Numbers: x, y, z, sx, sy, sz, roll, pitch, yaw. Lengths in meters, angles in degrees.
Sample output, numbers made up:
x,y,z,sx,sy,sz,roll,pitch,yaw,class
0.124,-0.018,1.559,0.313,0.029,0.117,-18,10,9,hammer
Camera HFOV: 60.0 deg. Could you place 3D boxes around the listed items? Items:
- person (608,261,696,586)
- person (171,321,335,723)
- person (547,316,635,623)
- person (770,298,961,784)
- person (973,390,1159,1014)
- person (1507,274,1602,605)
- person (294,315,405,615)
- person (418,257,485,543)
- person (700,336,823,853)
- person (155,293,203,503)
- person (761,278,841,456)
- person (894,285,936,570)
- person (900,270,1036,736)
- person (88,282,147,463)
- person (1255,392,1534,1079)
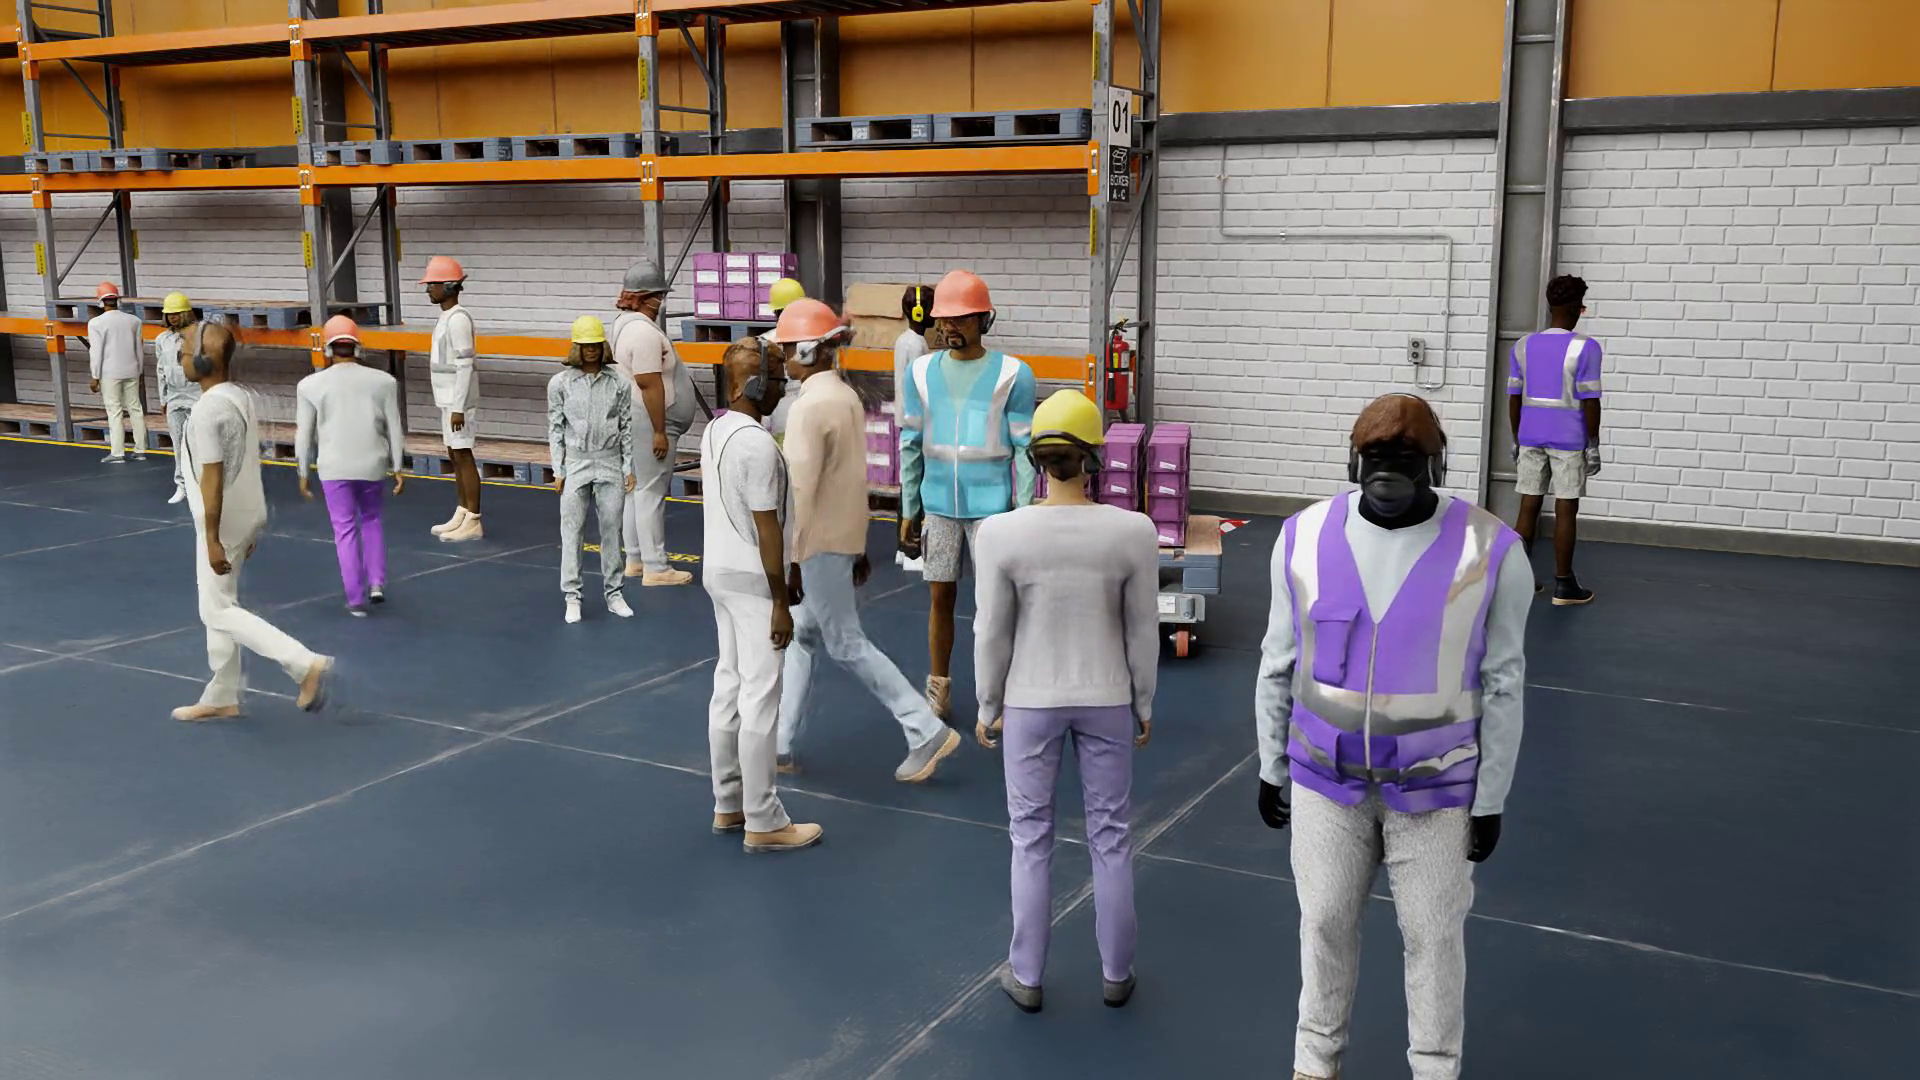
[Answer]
x,y,z,sx,sy,sz,roll,pitch,yaw,class
-1.941,-0.742,10.542,0.537,2.000,0.682,-5,12,-27,person
-3.195,-0.060,7.399,0.698,1.827,0.510,-1,10,-3,person
-2.091,-0.403,9.498,0.487,1.744,0.296,-5,12,-26,person
-0.477,0.015,6.648,0.975,1.957,0.659,2,11,13,person
0.296,0.461,4.707,0.527,1.765,0.328,-1,10,-3,person
3.563,-0.598,9.953,0.368,1.967,0.600,-8,13,-37,person
-3.548,-0.431,9.657,0.592,1.734,0.415,-7,12,-34,person
-3.660,-1.006,11.979,0.375,2.043,0.611,-5,11,-26,person
-0.738,0.195,5.955,0.346,1.841,0.505,-7,12,-32,person
-6.337,-1.150,13.630,0.484,1.736,0.343,1,10,5,person
-1.068,-0.789,11.164,0.635,1.909,0.347,-4,11,-23,person
-0.267,-0.733,10.958,0.320,1.871,0.533,-2,11,-12,person
0.020,-0.148,7.275,0.615,2.041,0.384,3,11,18,person
-8.214,-1.629,16.196,0.327,1.748,0.563,6,12,28,person
1.000,0.564,3.952,0.626,1.836,0.430,5,12,26,person
